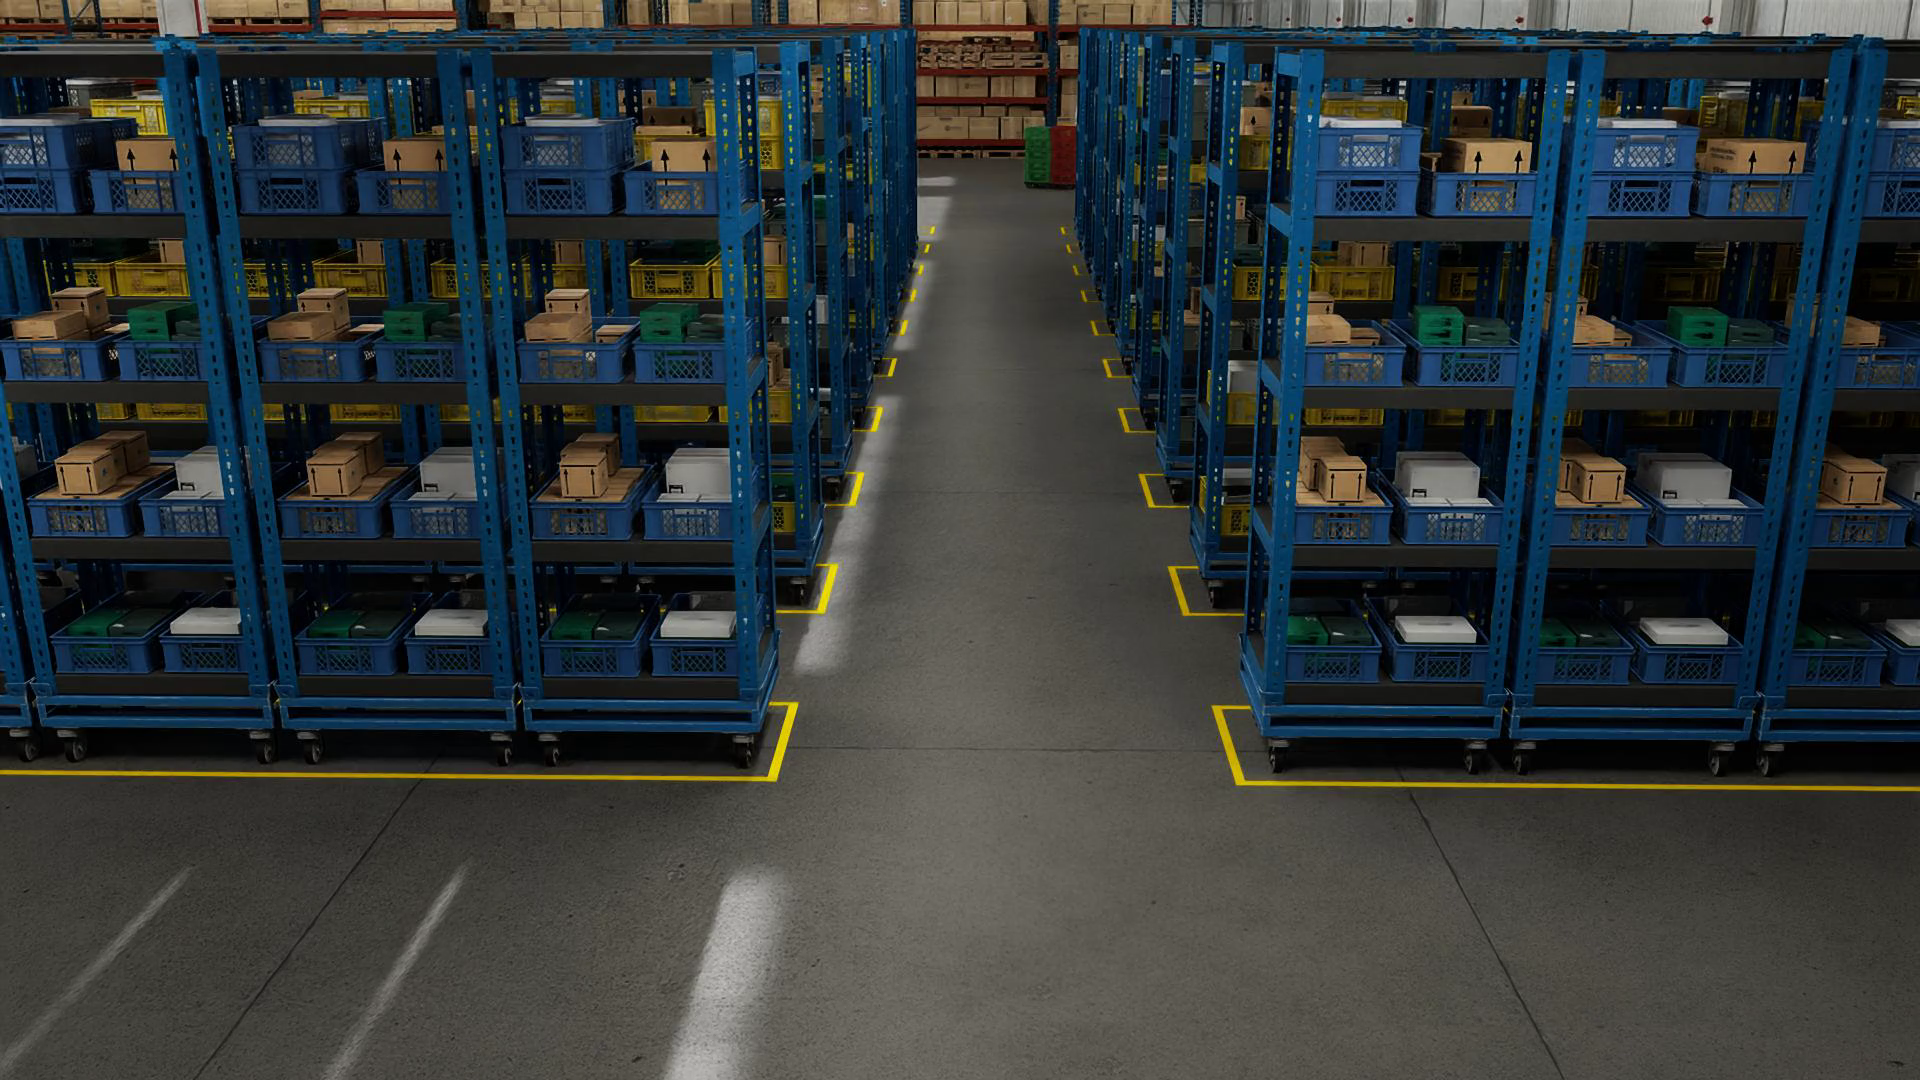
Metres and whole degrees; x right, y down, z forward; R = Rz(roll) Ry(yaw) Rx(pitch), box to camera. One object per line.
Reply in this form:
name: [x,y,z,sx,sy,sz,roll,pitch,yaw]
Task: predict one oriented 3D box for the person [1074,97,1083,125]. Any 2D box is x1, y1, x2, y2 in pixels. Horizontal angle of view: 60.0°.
person: [3.152,-10.594,42.935,0.405,1.946,0.612,-13,22,-35]
